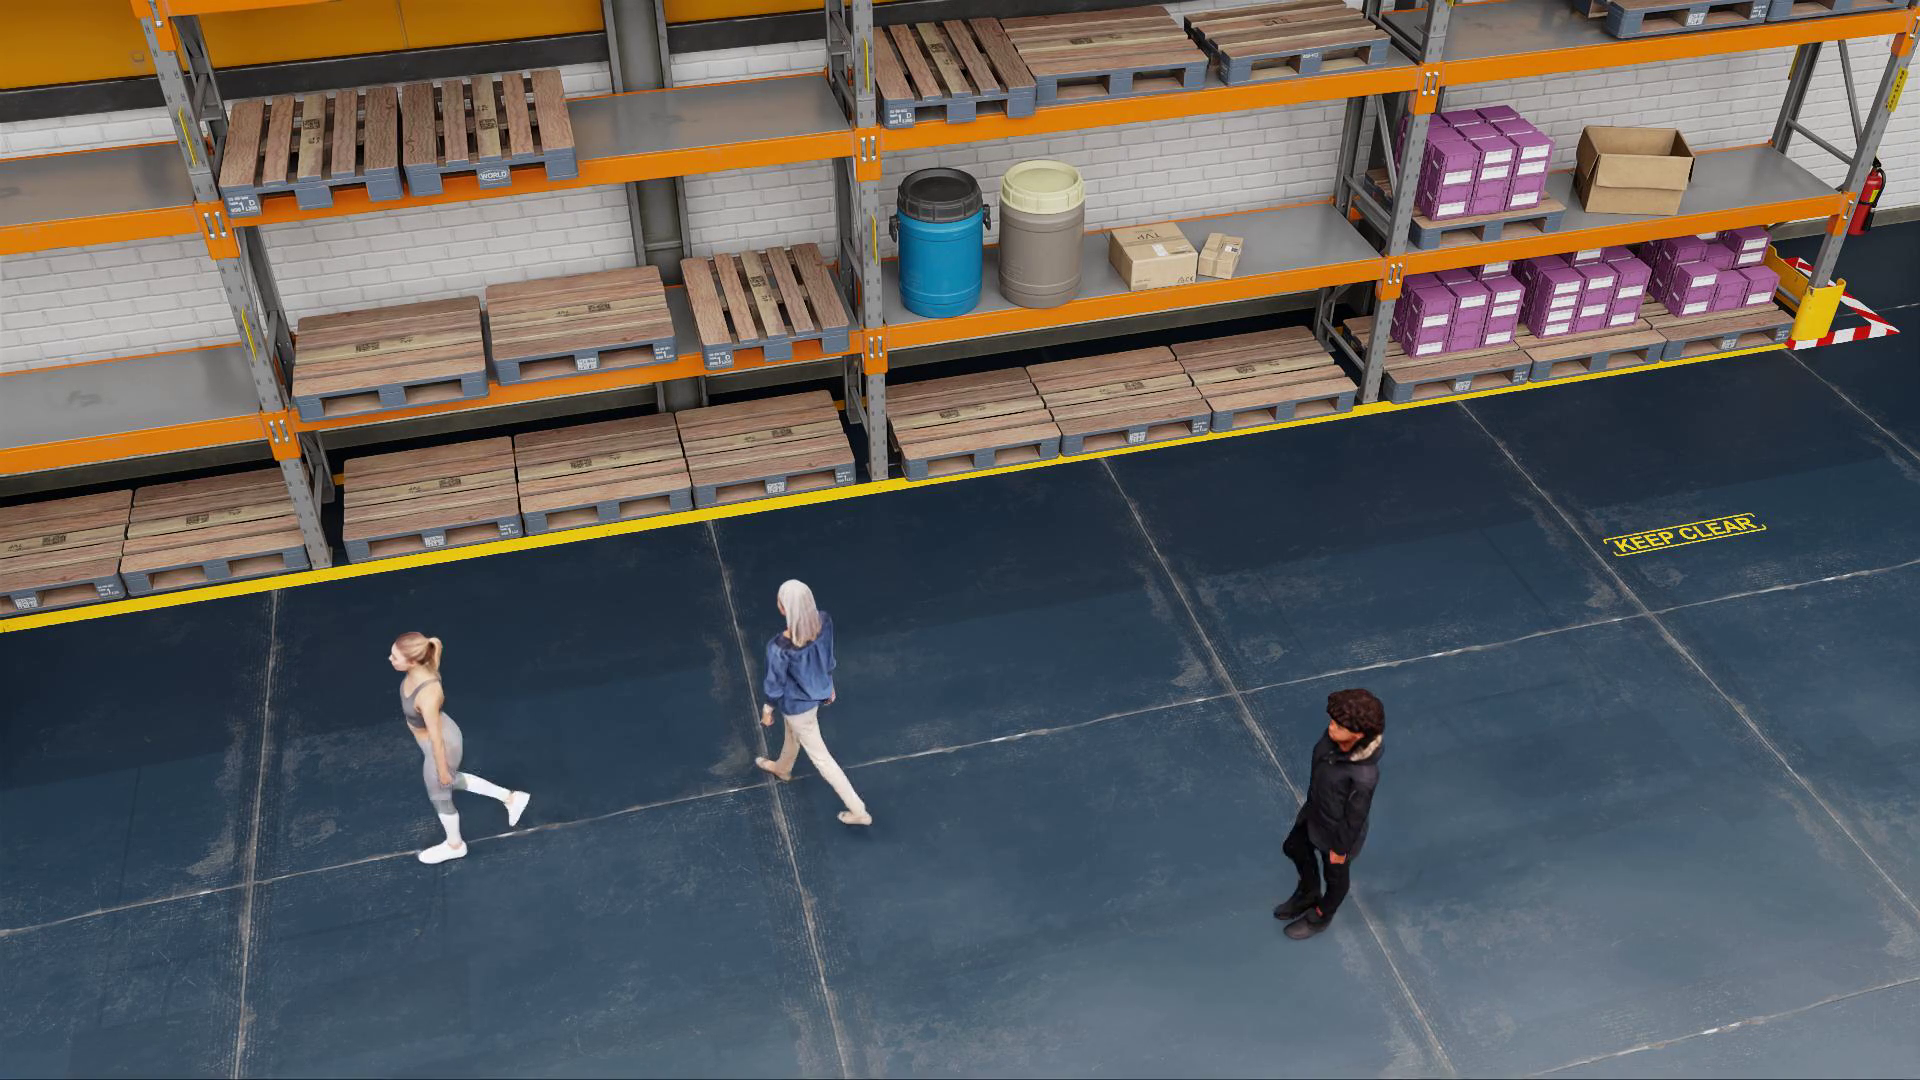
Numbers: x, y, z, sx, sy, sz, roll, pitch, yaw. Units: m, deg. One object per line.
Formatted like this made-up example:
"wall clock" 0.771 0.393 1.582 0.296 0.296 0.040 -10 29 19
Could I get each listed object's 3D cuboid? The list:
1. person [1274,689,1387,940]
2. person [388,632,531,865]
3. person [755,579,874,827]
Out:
"person" 2.020 1.425 8.673 0.571 1.771 0.639 -11 40 -14
"person" -2.774 1.117 9.119 0.898 1.695 0.596 -12 40 -14
"person" -0.814 0.954 9.363 1.155 1.656 1.144 23 44 26
